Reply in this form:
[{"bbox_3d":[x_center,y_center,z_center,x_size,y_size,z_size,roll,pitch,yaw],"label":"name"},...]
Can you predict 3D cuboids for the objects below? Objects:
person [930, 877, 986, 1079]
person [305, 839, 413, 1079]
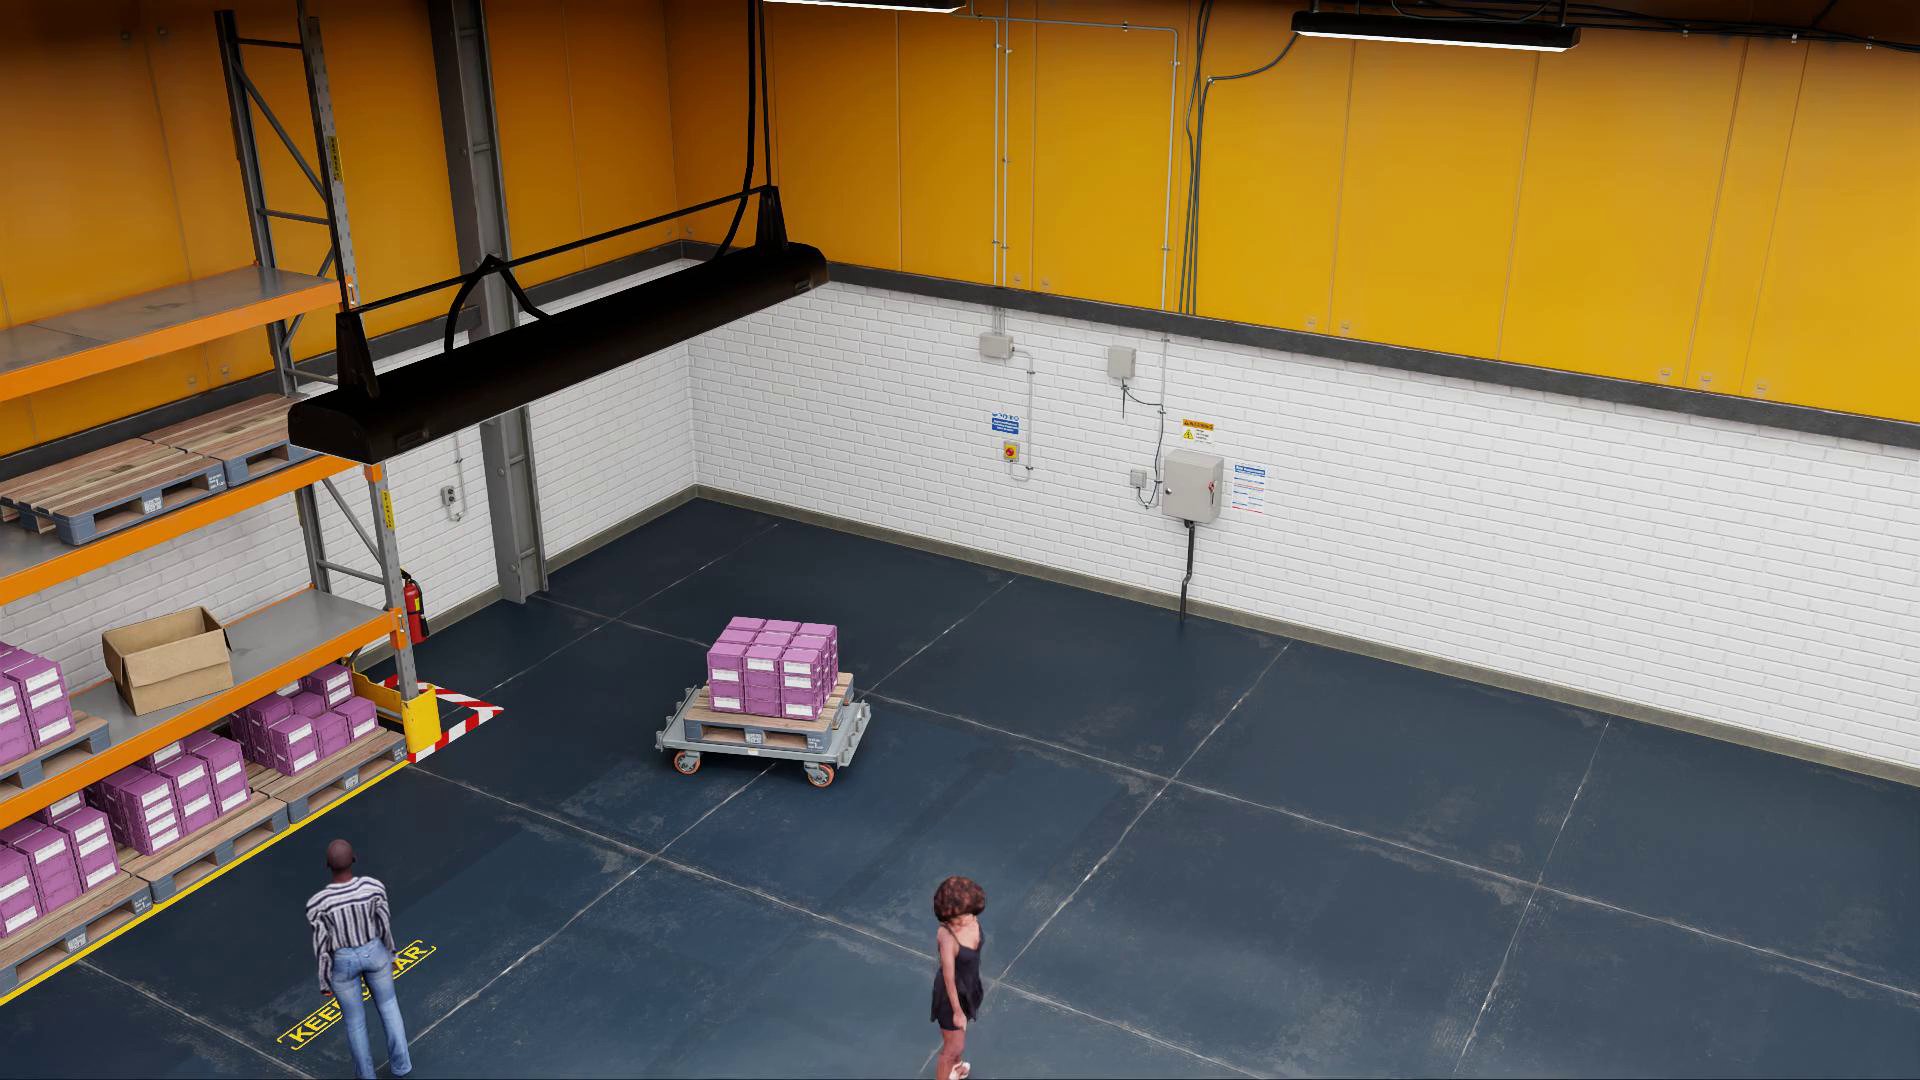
[{"bbox_3d":[-0.026,2.671,9.999,0.834,1.767,0.603,3,24,8],"label":"person"},{"bbox_3d":[-3.654,2.602,10.123,0.632,1.794,0.770,-16,28,-32],"label":"person"}]
